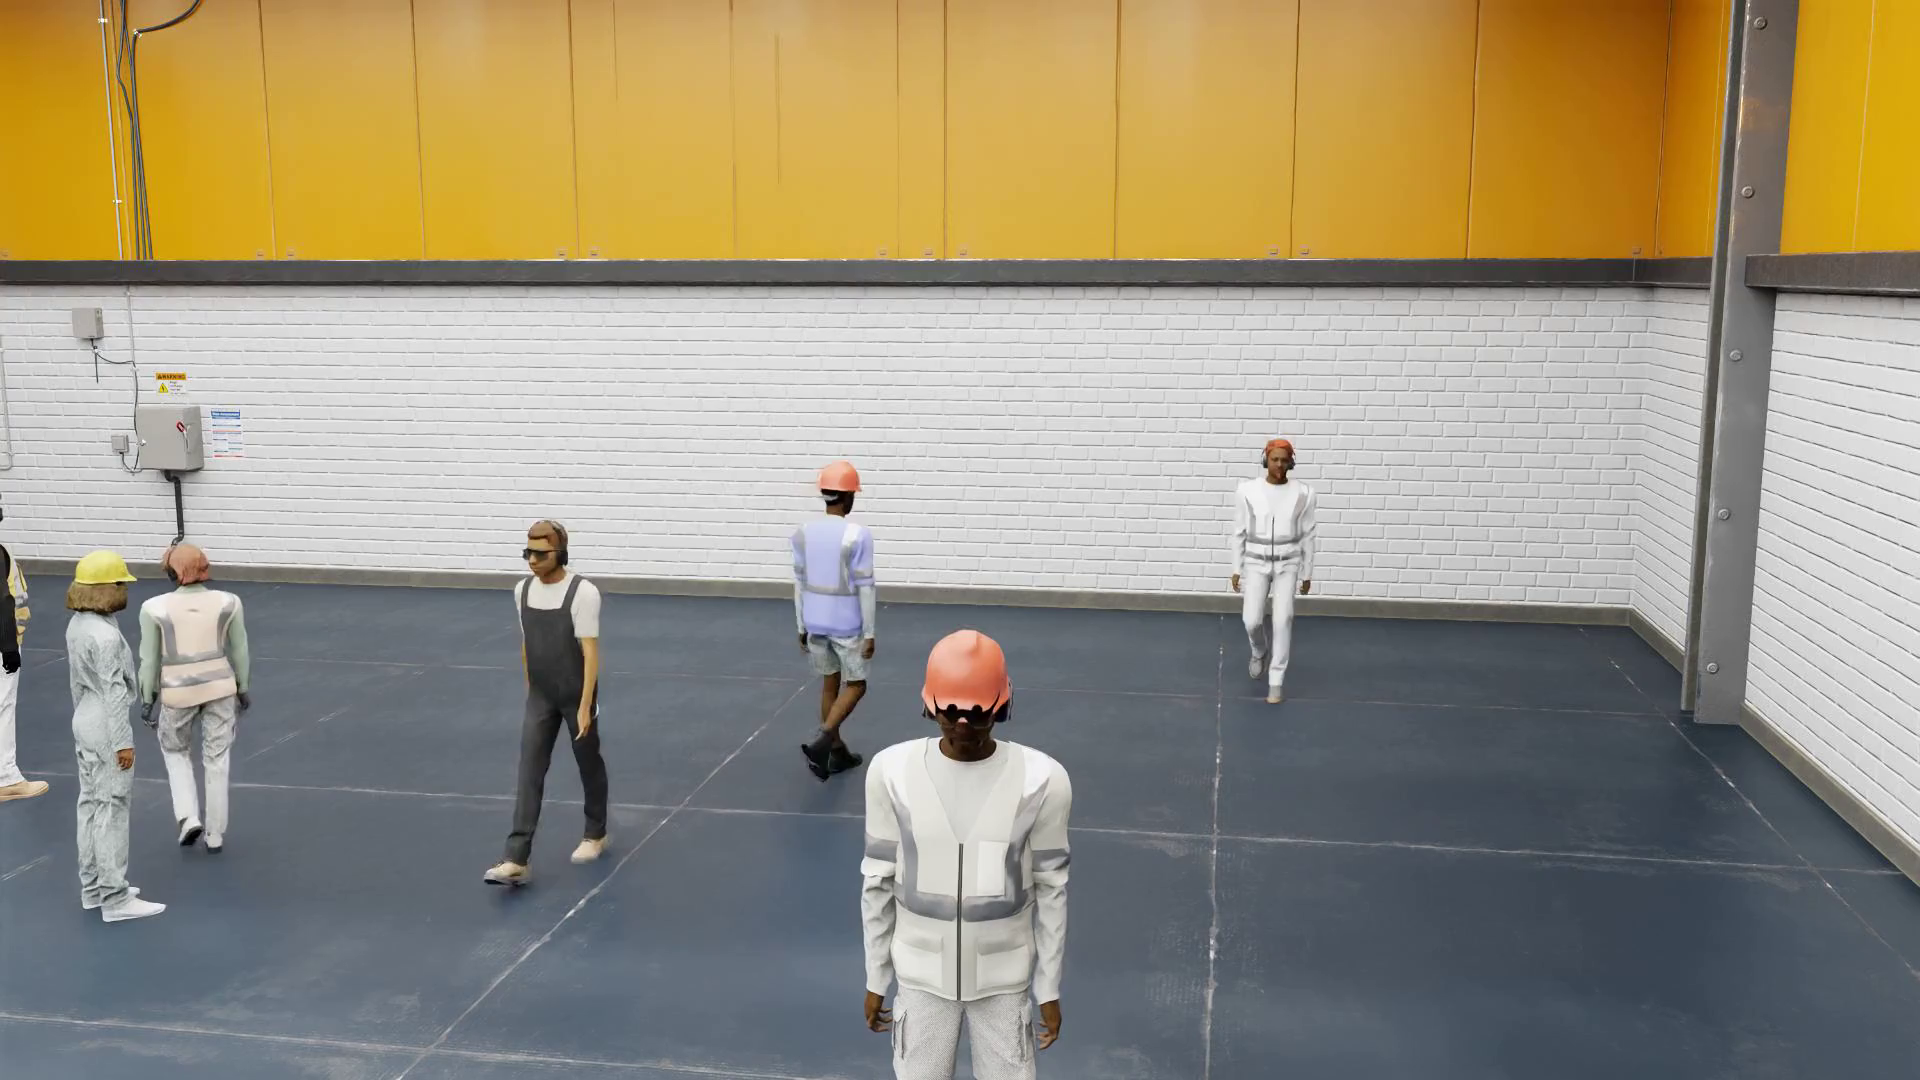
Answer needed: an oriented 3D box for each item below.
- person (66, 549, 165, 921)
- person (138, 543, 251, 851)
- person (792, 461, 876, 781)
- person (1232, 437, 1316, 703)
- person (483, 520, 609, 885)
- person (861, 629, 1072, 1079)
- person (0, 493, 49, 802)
[{"bbox_3d":[-3.993,0.907,7.824,0.324,1.740,0.492,-9,13,-44],"label":"person"},{"bbox_3d":[-3.980,0.821,8.679,0.552,1.621,0.377,-6,11,-34],"label":"person"},{"bbox_3d":[-0.772,0.496,9.837,0.552,1.917,0.642,5,10,28],"label":"person"},{"bbox_3d":[2.228,0.194,11.813,0.582,1.870,0.552,2,9,13],"label":"person"},{"bbox_3d":[-2.028,0.806,8.236,0.533,1.799,0.927,3,10,18],"label":"person"},{"bbox_3d":[0.013,1.251,4.797,0.606,2.038,0.382,1,9,5],"label":"person"},{"bbox_3d":[-5.576,0.576,9.552,0.634,1.842,0.429,7,11,35],"label":"person"}]
